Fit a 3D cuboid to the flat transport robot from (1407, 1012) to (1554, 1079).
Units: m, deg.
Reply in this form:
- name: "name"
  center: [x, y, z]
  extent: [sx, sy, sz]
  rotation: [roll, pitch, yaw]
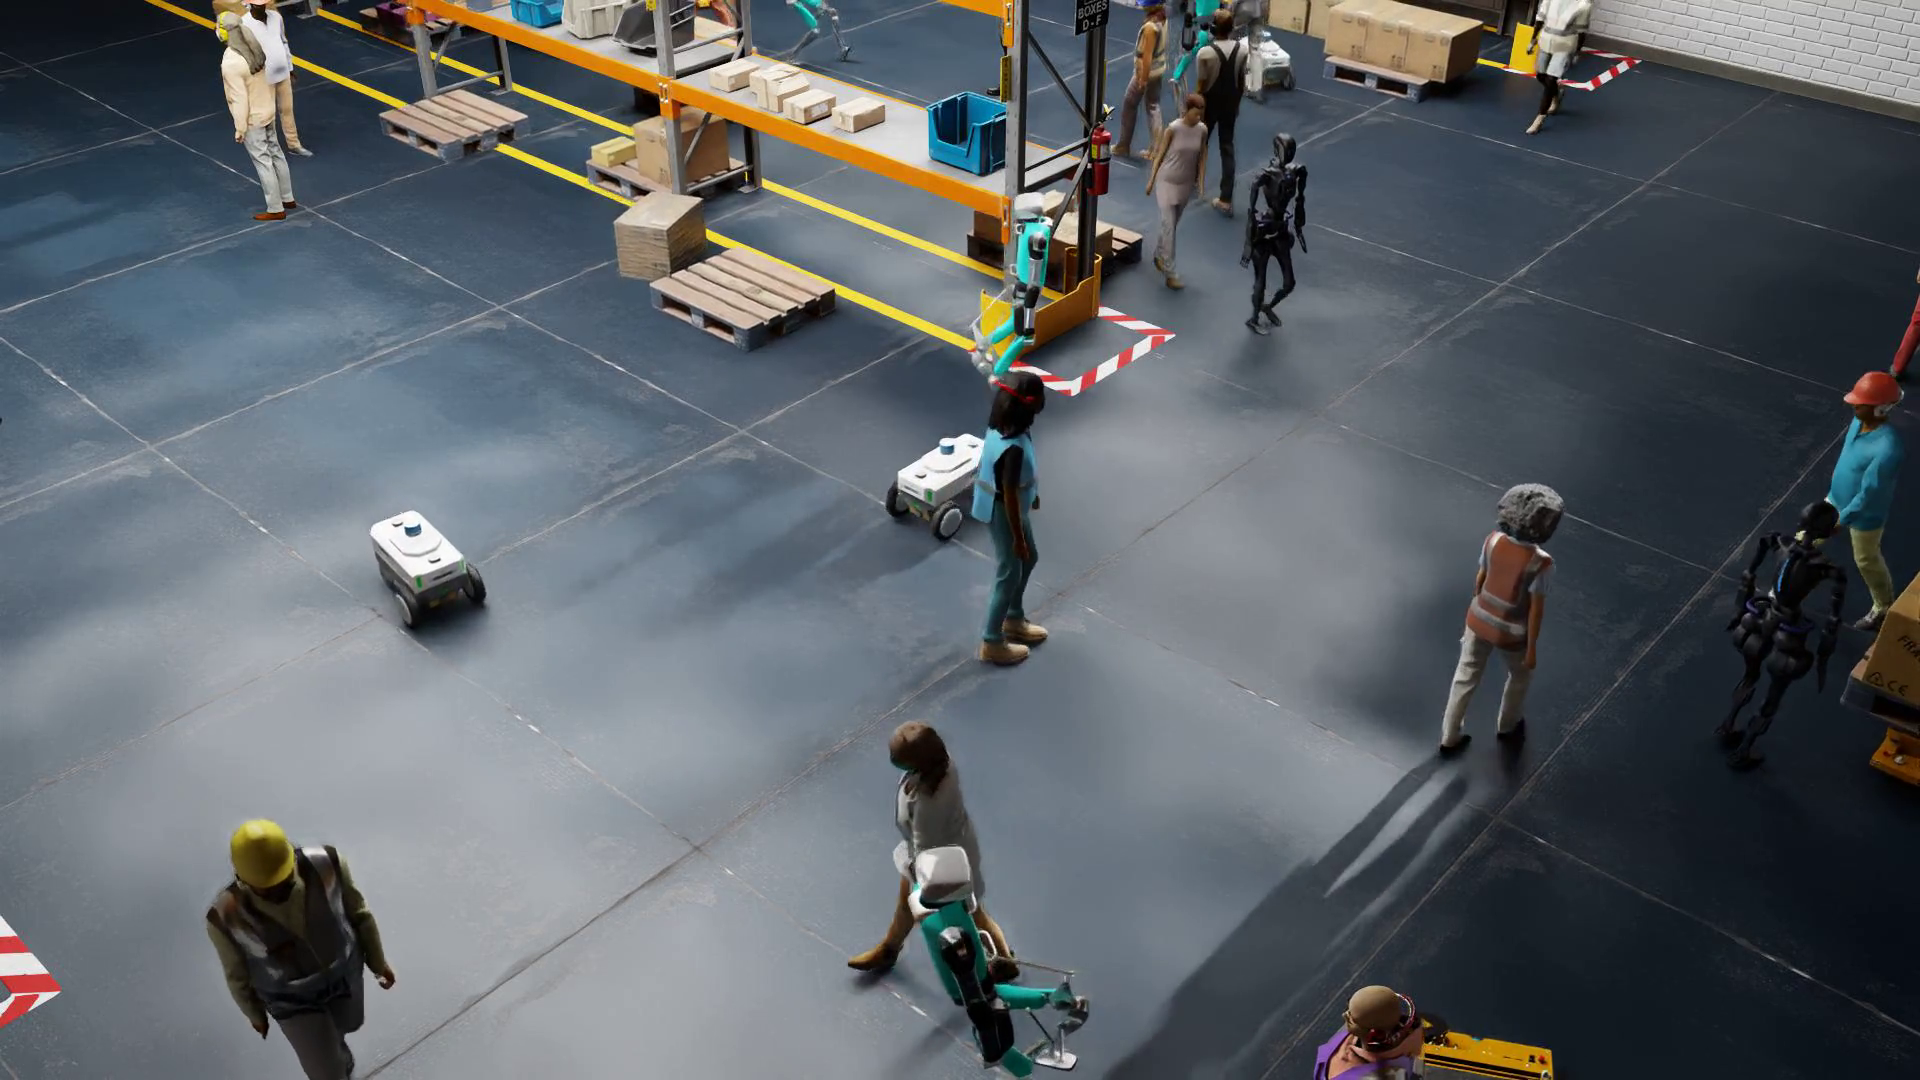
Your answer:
- name: "flat transport robot"
  center: [2.188, 2.648, 6.975]
  extent: [0.659, 0.231, 1.431]
  rotation: [7, 35, 11]

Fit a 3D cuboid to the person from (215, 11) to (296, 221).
- name: "person"
  center: [-6.301, -3.783, 14.879]
  extent: [0.407, 1.877, 0.554]
  rotation: [3, 35, 5]

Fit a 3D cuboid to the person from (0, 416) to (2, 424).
- name: "person"
  center: [-7.259, -1.578, 11.642]
  extent: [0.542, 1.933, 0.376]
  rotation: [-6, 35, -9]

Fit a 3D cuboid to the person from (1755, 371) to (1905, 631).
- name: "person"
  center: [5.372, -0.224, 9.887]
  extent: [0.853, 1.698, 0.575]
  rotation: [-1, 35, -1]

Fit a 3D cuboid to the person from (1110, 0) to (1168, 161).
- name: "person"
  center: [1.778, -4.529, 16.082]
  extent: [0.641, 1.749, 0.529]
  rotation: [20, 40, 27]

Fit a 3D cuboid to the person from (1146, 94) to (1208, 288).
- name: "person"
  center: [1.833, -2.915, 13.837]
  extent: [0.476, 1.612, 0.787]
  rotation: [-15, 37, -20]

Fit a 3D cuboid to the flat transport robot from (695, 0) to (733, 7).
- name: "flat transport robot"
  center: [-3.298, -7.022, 20.983]
  extent: [0.659, 0.231, 1.431]
  rotation: [-20, 39, -26]

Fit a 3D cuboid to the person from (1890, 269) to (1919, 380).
- name: "person"
  center: [7.395, -1.965, 12.349]
  extent: [0.520, 1.759, 0.347]
  rotation: [24, 41, 31]

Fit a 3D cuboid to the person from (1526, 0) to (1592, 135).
- name: "person"
  center: [6.078, -5.006, 16.827]
  extent: [0.752, 1.668, 0.534]
  rotation: [-29, 44, -35]

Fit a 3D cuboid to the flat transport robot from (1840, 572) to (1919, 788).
- name: "flat transport robot"
  center: [5.723, 1.016, 9.339]
  extent: [0.659, 0.231, 1.431]
  rotation: [29, 44, 35]

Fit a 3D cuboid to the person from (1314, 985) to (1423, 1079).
- name: "person"
  center: [1.476, 2.273, 6.261]
  extent: [0.348, 1.693, 0.492]
  rotation: [0, 35, 1]

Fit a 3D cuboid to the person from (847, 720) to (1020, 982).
- name: "person"
  center: [-0.120, 1.429, 7.537]
  extent: [0.874, 1.611, 0.520]
  rotation: [-4, 35, -6]

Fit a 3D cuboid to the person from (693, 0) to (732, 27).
- name: "person"
  center: [-2.972, -6.431, 18.858]
  extent: [0.499, 1.708, 0.942]
  rotation: [25, 42, 31]

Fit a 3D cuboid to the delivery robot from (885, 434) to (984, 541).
- name: "delivery robot"
  center: [-0.104, -0.388, 11.127]
  extent: [0.499, 0.601, 0.775]
  rotation: [27, 43, 33]

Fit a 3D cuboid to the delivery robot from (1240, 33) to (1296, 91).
- name: "delivery robot"
  center: [3.316, -5.195, 18.099]
  extent: [0.499, 0.611, 0.792]
  rotation: [-8, 35, -12]

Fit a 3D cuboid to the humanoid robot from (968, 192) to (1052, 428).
- name: "humanoid robot"
  center: [0.306, -1.594, 11.849]
  extent: [0.677, 1.818, 0.538]
  rotation: [-1, 35, -1]

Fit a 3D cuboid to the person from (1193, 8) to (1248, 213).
- name: "person"
  center: [2.342, -3.961, 15.209]
  extent: [0.519, 1.792, 0.987]
  rotation: [-9, 36, -13]

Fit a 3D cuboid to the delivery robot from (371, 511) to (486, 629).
- name: "delivery robot"
  center: [-3.348, 0.154, 10.352]
  extent: [0.499, 0.613, 0.814]
  rotation: [-26, 42, -32]

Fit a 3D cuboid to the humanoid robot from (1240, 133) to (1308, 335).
- name: "humanoid robot"
  center: [2.457, -2.389, 13.028]
  extent: [0.590, 1.646, 0.327]
  rotation: [-18, 38, -24]

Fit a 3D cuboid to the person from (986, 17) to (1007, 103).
- name: "person"
  center: [0.469, -5.521, 17.350]
  extent: [0.363, 1.929, 0.541]
  rotation: [-3, 35, -5]

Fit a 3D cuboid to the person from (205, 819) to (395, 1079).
- name: "person"
  center: [-2.697, 1.789, 6.870]
  extent: [0.842, 1.803, 0.585]
  rotation: [28, 44, 34]

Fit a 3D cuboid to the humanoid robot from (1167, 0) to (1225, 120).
- name: "humanoid robot"
  center: [2.332, -5.130, 17.007]
  extent: [0.543, 1.869, 0.684]
  rotation: [-27, 43, -33]

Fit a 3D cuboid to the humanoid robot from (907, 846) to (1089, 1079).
- name: "humanoid robot"
  center: [0.287, 1.877, 6.861]
  extent: [0.997, 1.767, 0.536]
  rotation: [-10, 36, -14]

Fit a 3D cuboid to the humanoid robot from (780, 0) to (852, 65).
- name: "humanoid robot"
  center: [-1.578, -6.099, 18.362]
  extent: [0.967, 1.760, 0.543]
  rotation: [-1, 35, -1]

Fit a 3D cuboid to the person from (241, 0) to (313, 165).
- name: "person"
  center: [-6.620, -4.494, 16.013]
  extent: [0.341, 1.748, 0.572]
  rotation: [18, 38, 24]

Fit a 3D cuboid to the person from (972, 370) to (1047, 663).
- name: "person"
  center: [0.296, -0.147, 9.642]
  extent: [0.458, 1.836, 0.556]
  rotation: [1, 35, 1]

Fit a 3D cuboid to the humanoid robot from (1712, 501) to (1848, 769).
- name: "humanoid robot"
  center: [4.351, 0.511, 8.829]
  extent: [0.314, 1.650, 0.613]
  rotation: [-20, 39, -26]

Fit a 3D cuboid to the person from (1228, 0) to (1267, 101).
- name: "person"
  center: [3.017, -5.585, 17.496]
  extent: [0.547, 1.872, 0.798]
  rotation: [-14, 37, -19]

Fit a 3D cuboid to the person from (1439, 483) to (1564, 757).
- name: "person"
  center: [2.965, 0.444, 8.930]
  extent: [0.680, 1.655, 0.496]
  rotation: [-26, 42, -32]
